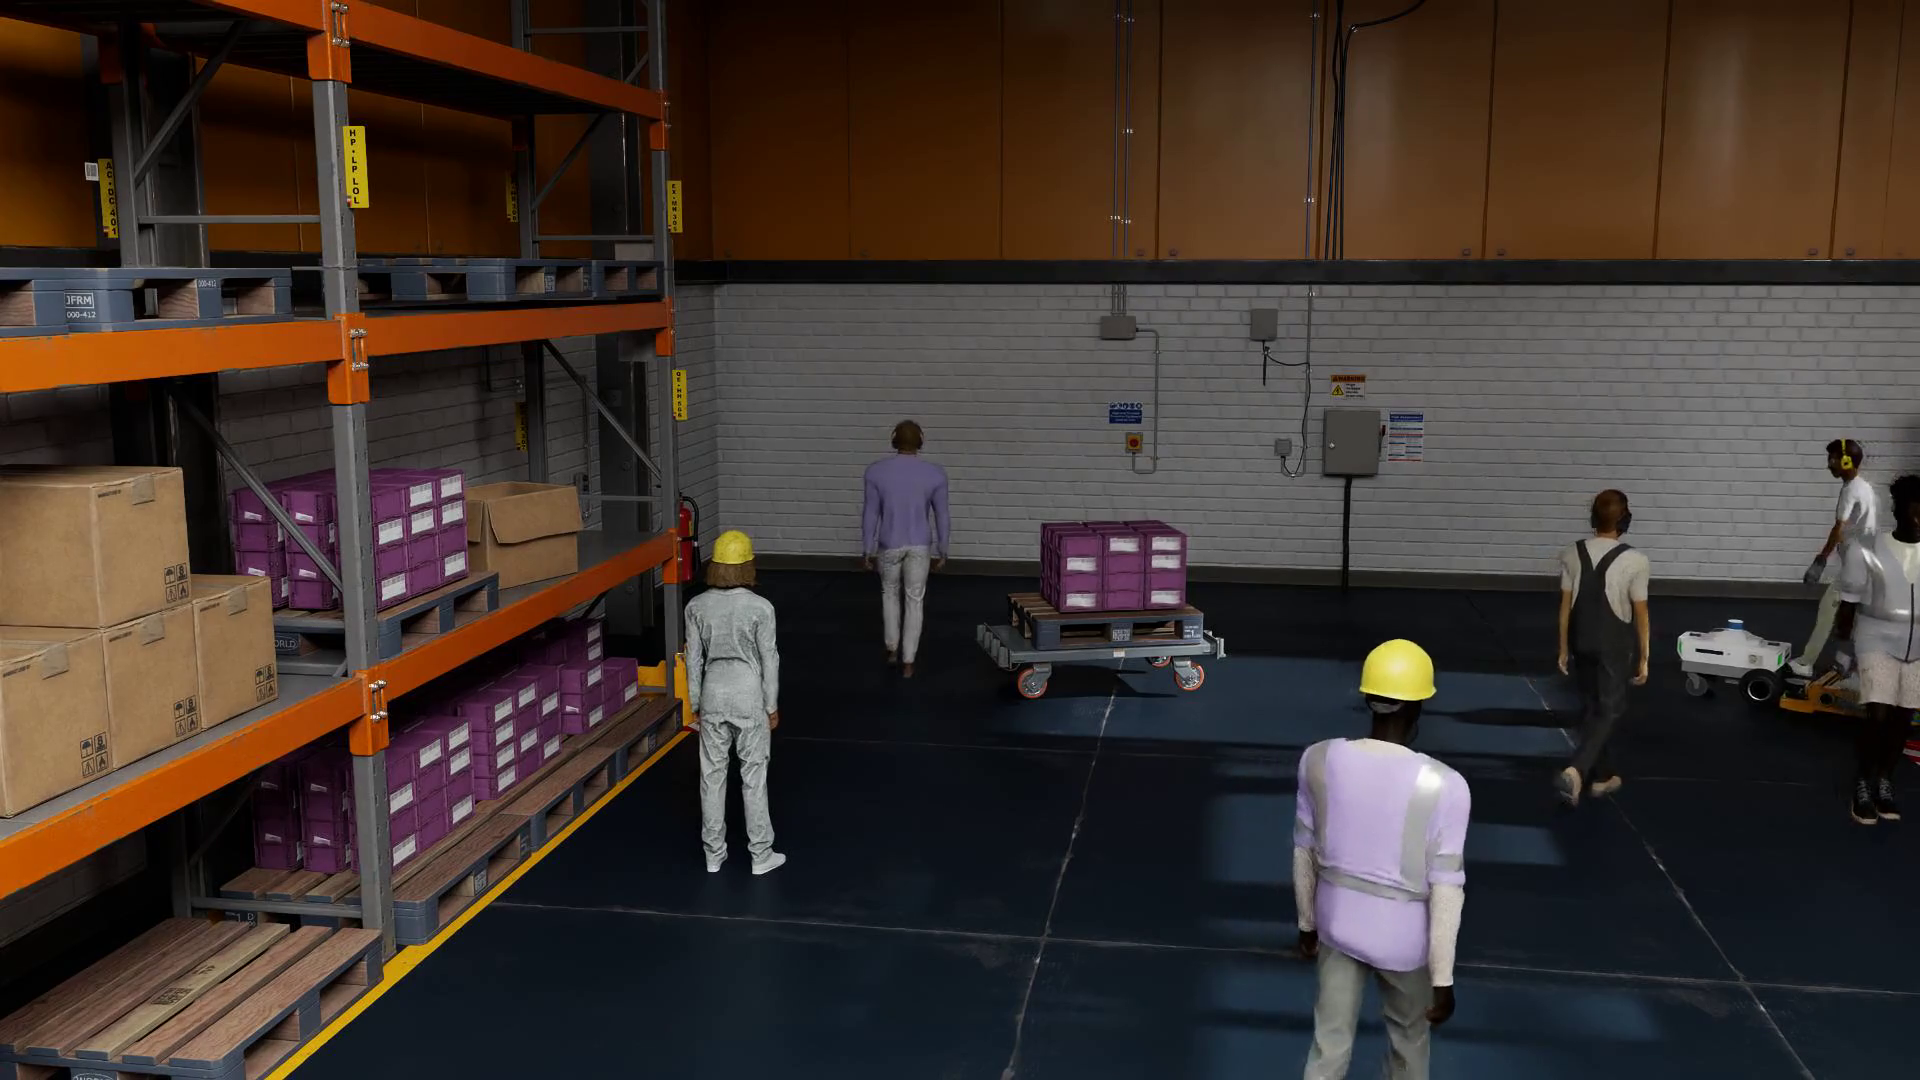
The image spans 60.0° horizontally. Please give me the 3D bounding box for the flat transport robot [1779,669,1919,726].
[{"bbox_3d":[6.378,1.093,11.195,1.431,0.197,0.652,8,12,39],"label":"flat transport robot"}]

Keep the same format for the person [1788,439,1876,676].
[{"bbox_3d":[6.563,0.177,12.165,0.981,1.812,0.606,6,11,35],"label":"person"}]

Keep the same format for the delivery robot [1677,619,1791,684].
[{"bbox_3d":[5.483,0.807,11.801,0.707,0.478,0.477,7,11,35],"label":"delivery robot"}]

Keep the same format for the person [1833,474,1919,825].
[{"bbox_3d":[5.143,0.607,9.076,0.608,1.939,0.603,2,9,10],"label":"person"}]

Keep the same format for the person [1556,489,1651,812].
[{"bbox_3d":[3.586,0.623,9.360,0.820,1.820,0.517,-9,13,-43],"label":"person"}]

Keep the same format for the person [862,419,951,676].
[{"bbox_3d":[-0.403,0.033,12.674,0.663,1.910,0.845,0,9,0],"label":"person"}]

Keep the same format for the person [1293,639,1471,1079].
[{"bbox_3d":[1.336,1.242,5.354,0.601,1.880,0.974,7,11,36],"label":"person"}]

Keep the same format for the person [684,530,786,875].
[{"bbox_3d":[-1.134,0.816,8.380,0.486,1.744,0.310,2,9,14],"label":"person"}]
